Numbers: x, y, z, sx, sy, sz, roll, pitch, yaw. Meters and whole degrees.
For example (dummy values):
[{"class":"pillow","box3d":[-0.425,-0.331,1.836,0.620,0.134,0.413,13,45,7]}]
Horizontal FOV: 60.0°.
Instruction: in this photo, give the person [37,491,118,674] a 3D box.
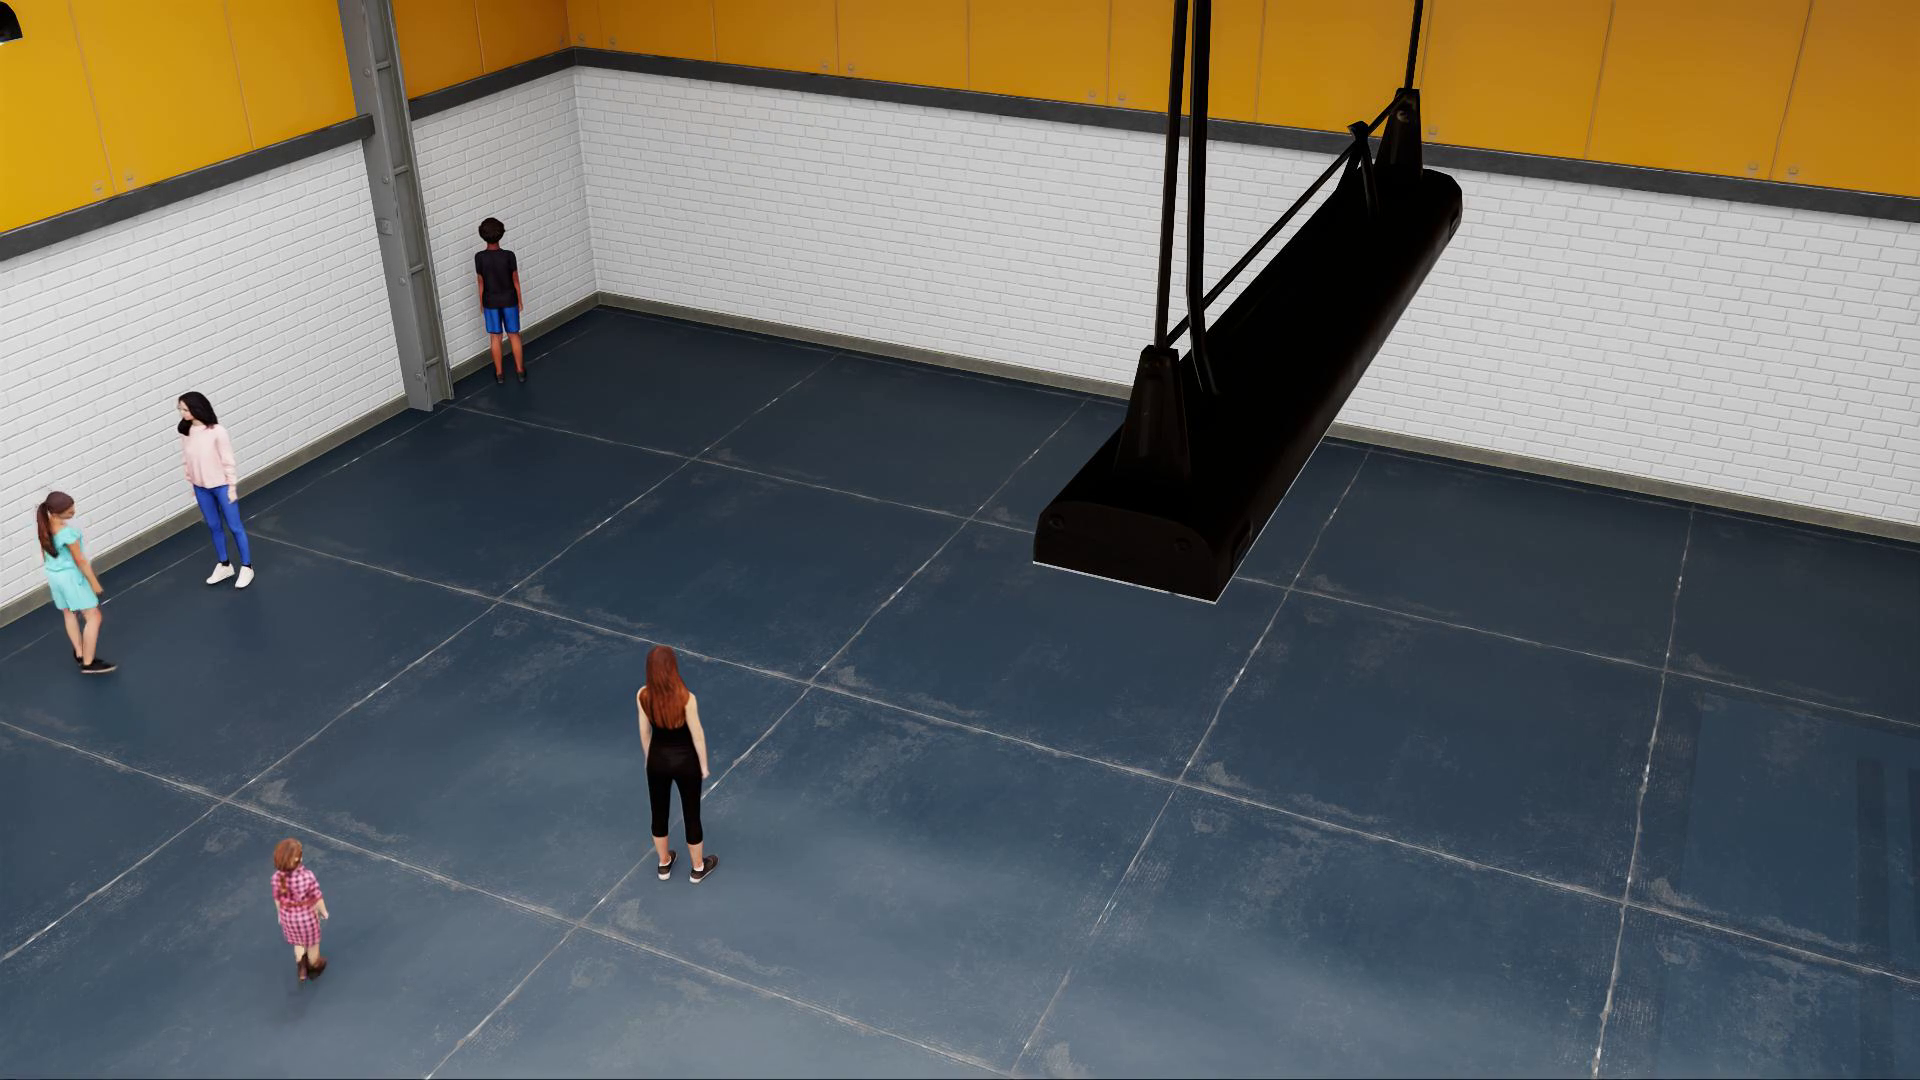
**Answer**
[{"class":"person","box3d":[-6.863,0.295,12.753,0.715,1.538,0.560,4,29,7]}]

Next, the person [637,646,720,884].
[{"class":"person","box3d":[-1.818,1.414,10.504,0.606,1.726,0.573,6,29,10]}]

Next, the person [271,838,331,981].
[{"class":"person","box3d":[-3.904,2.211,9.789,0.517,1.014,0.573,-2,29,-3]}]

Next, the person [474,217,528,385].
[{"class":"person","box3d":[-4.889,-2.541,17.683,0.683,1.795,0.738,-9,30,-16]}]

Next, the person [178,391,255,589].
[{"class":"person","box3d":[-6.202,-0.441,13.860,0.668,1.769,0.590,8,30,15]}]
